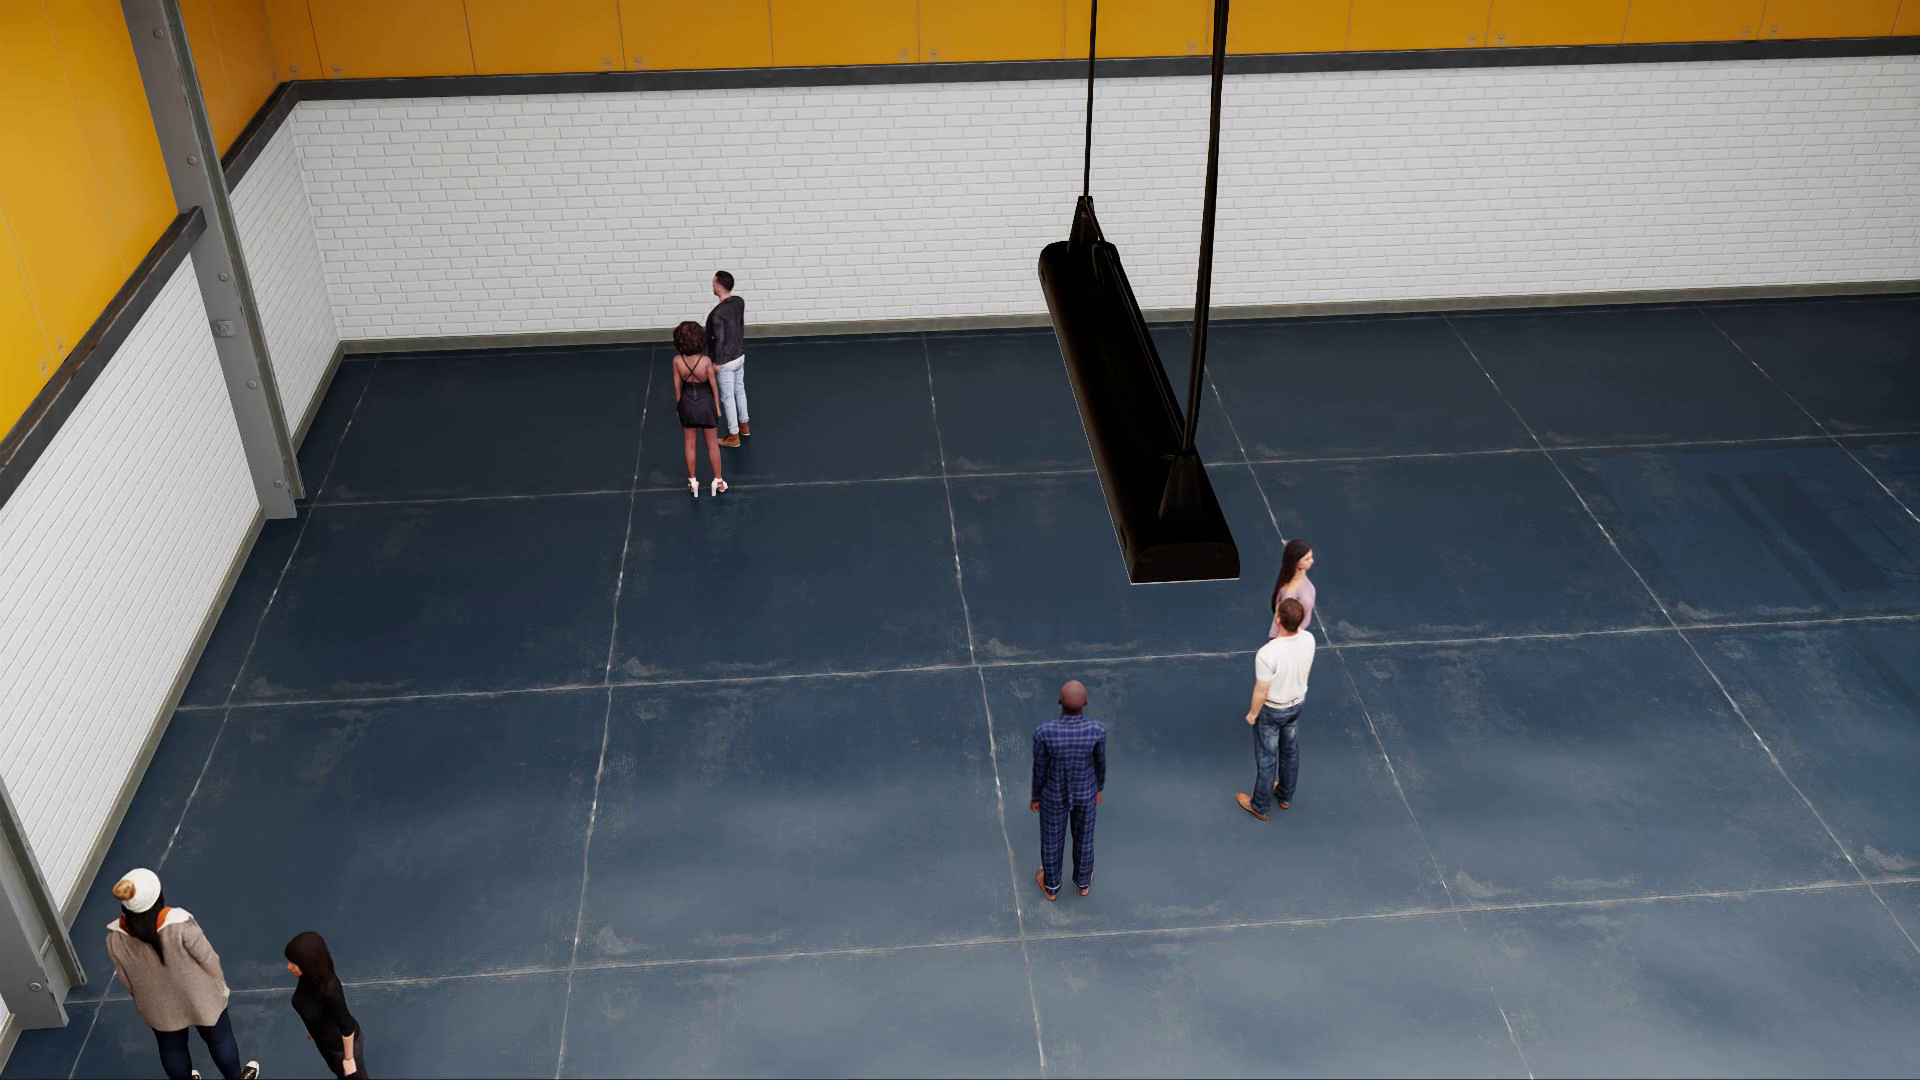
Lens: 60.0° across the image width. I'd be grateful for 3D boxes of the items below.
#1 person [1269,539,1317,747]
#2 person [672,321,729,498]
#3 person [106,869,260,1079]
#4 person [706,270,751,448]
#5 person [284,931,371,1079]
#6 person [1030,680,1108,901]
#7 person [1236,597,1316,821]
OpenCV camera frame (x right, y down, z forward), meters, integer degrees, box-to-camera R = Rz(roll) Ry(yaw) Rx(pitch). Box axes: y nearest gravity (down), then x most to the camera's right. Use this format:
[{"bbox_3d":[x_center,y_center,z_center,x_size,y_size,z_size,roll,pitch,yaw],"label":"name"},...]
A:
[{"bbox_3d":[2.436,0.757,12.474,0.760,1.810,0.614,11,35,15],"label":"person"},{"bbox_3d":[-2.438,-1.208,15.450,0.592,1.789,0.564,1,34,1],"label":"person"},{"bbox_3d":[-4.545,2.599,9.631,0.699,1.891,0.678,-6,34,-9],"label":"person"},{"bbox_3d":[-2.252,-1.783,16.272,0.796,1.837,0.660,13,36,19],"label":"person"},{"bbox_3d":[-3.559,2.833,9.503,0.639,1.642,0.693,24,40,31],"label":"person"},{"bbox_3d":[0.727,1.666,11.099,0.663,1.819,0.593,-5,34,-7],"label":"person"},{"bbox_3d":[2.271,1.191,11.779,0.745,1.856,0.735,-19,38,-26],"label":"person"}]
